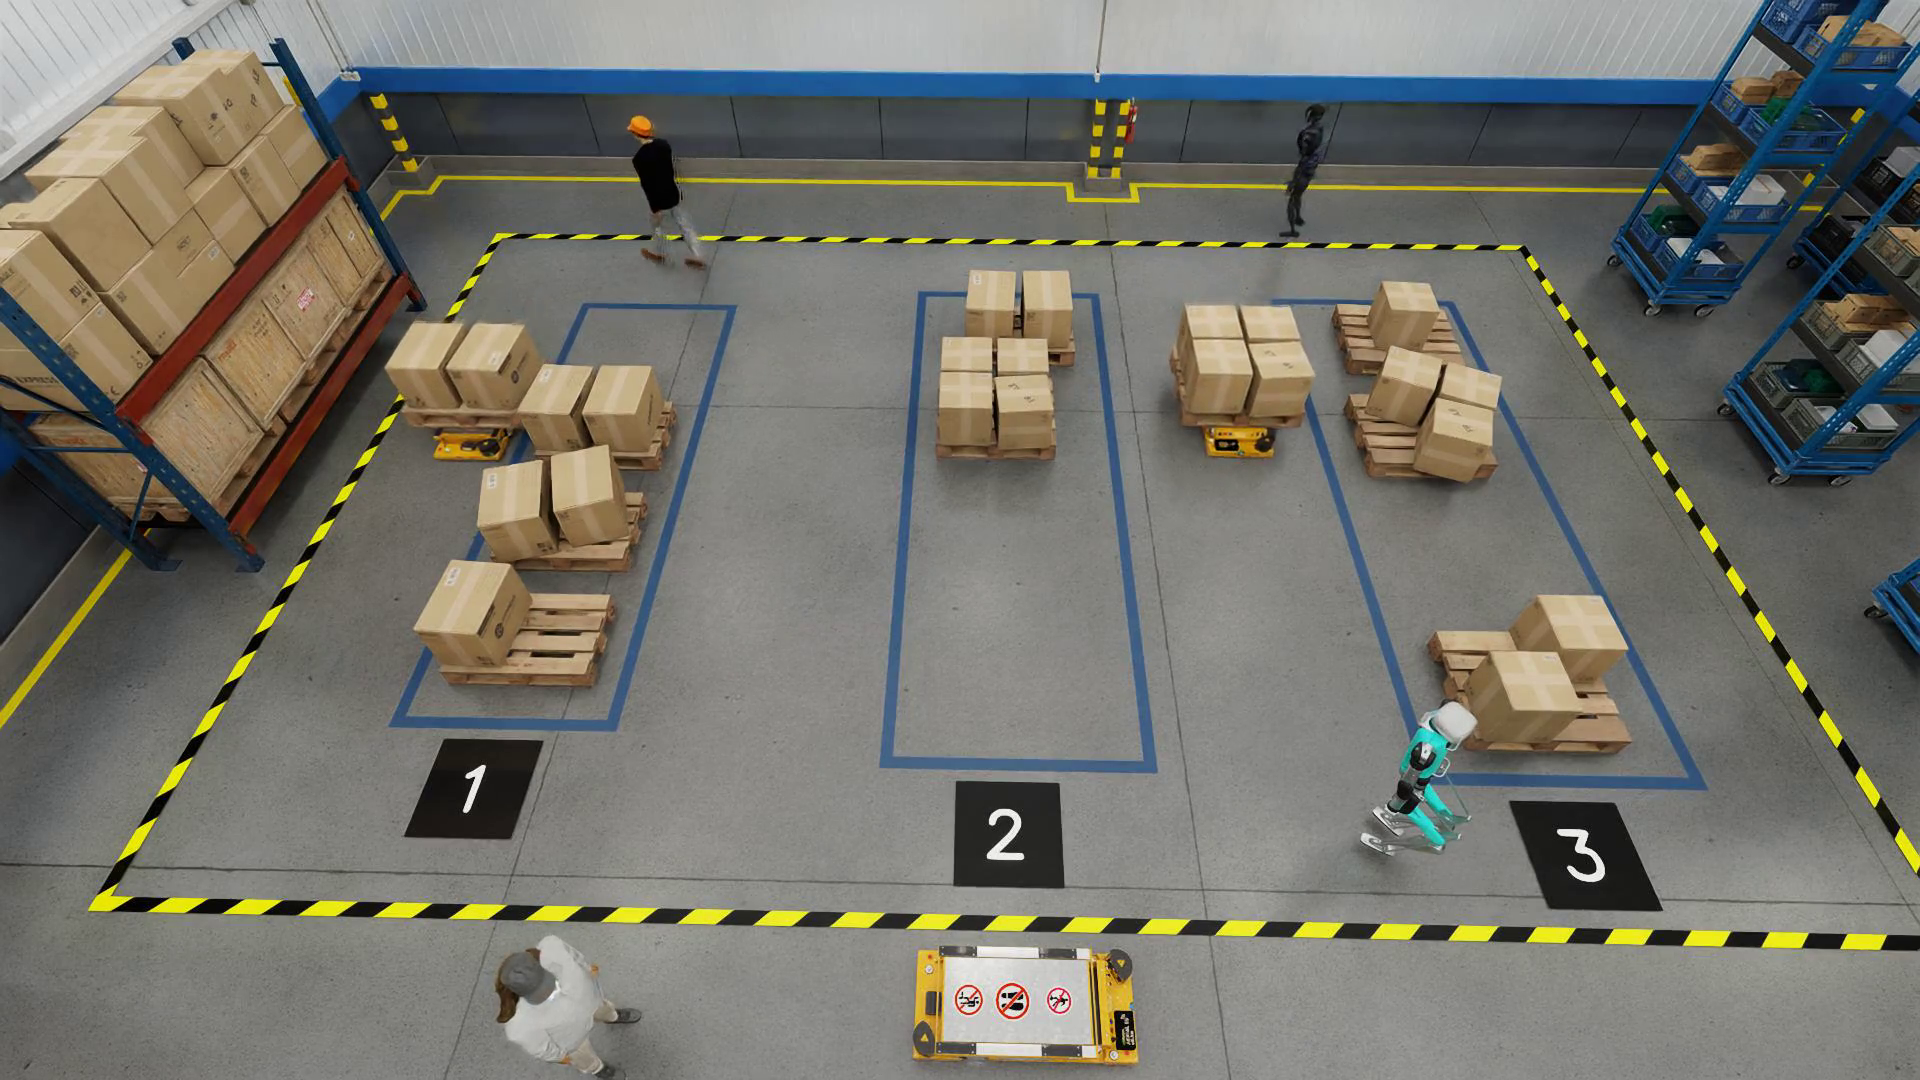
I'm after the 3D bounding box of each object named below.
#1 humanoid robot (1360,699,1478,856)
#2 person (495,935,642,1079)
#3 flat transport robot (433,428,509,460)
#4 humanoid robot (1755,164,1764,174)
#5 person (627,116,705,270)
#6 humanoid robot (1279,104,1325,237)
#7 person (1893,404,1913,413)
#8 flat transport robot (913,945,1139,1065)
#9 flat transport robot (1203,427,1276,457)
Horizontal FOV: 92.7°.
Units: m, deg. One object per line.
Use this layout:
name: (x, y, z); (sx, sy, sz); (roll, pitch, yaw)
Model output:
humanoid robot: (3.166, 1.697, 6.068); (0.735, 1.677, 0.533); (34, 58, 25)
person: (-2.268, 2.720, 5.300); (0.393, 1.767, 0.574); (3, 51, 3)
flat transport robot: (-4.953, -1.413, 9.620); (0.652, 0.197, 1.431); (1, 51, 1)
humanoid robot: (9.254, -4.292, 11.080); (0.601, 1.646, 0.548); (-8, 51, -6)
person: (-3.564, -4.065, 10.787); (0.937, 1.835, 0.588); (23, 54, 18)
humanoid robot: (4.239, -4.533, 11.280); (0.391, 1.640, 0.618); (20, 54, 15)
person: (10.218, -2.094, 9.116); (0.626, 1.940, 0.372); (-7, 51, -5)
flat transport robot: (0.422, 3.041, 6.007); (1.431, 0.231, 0.659); (1, 51, 1)
flat transport robot: (2.849, -1.448, 9.649); (0.652, 0.197, 1.431); (1, 51, 1)
